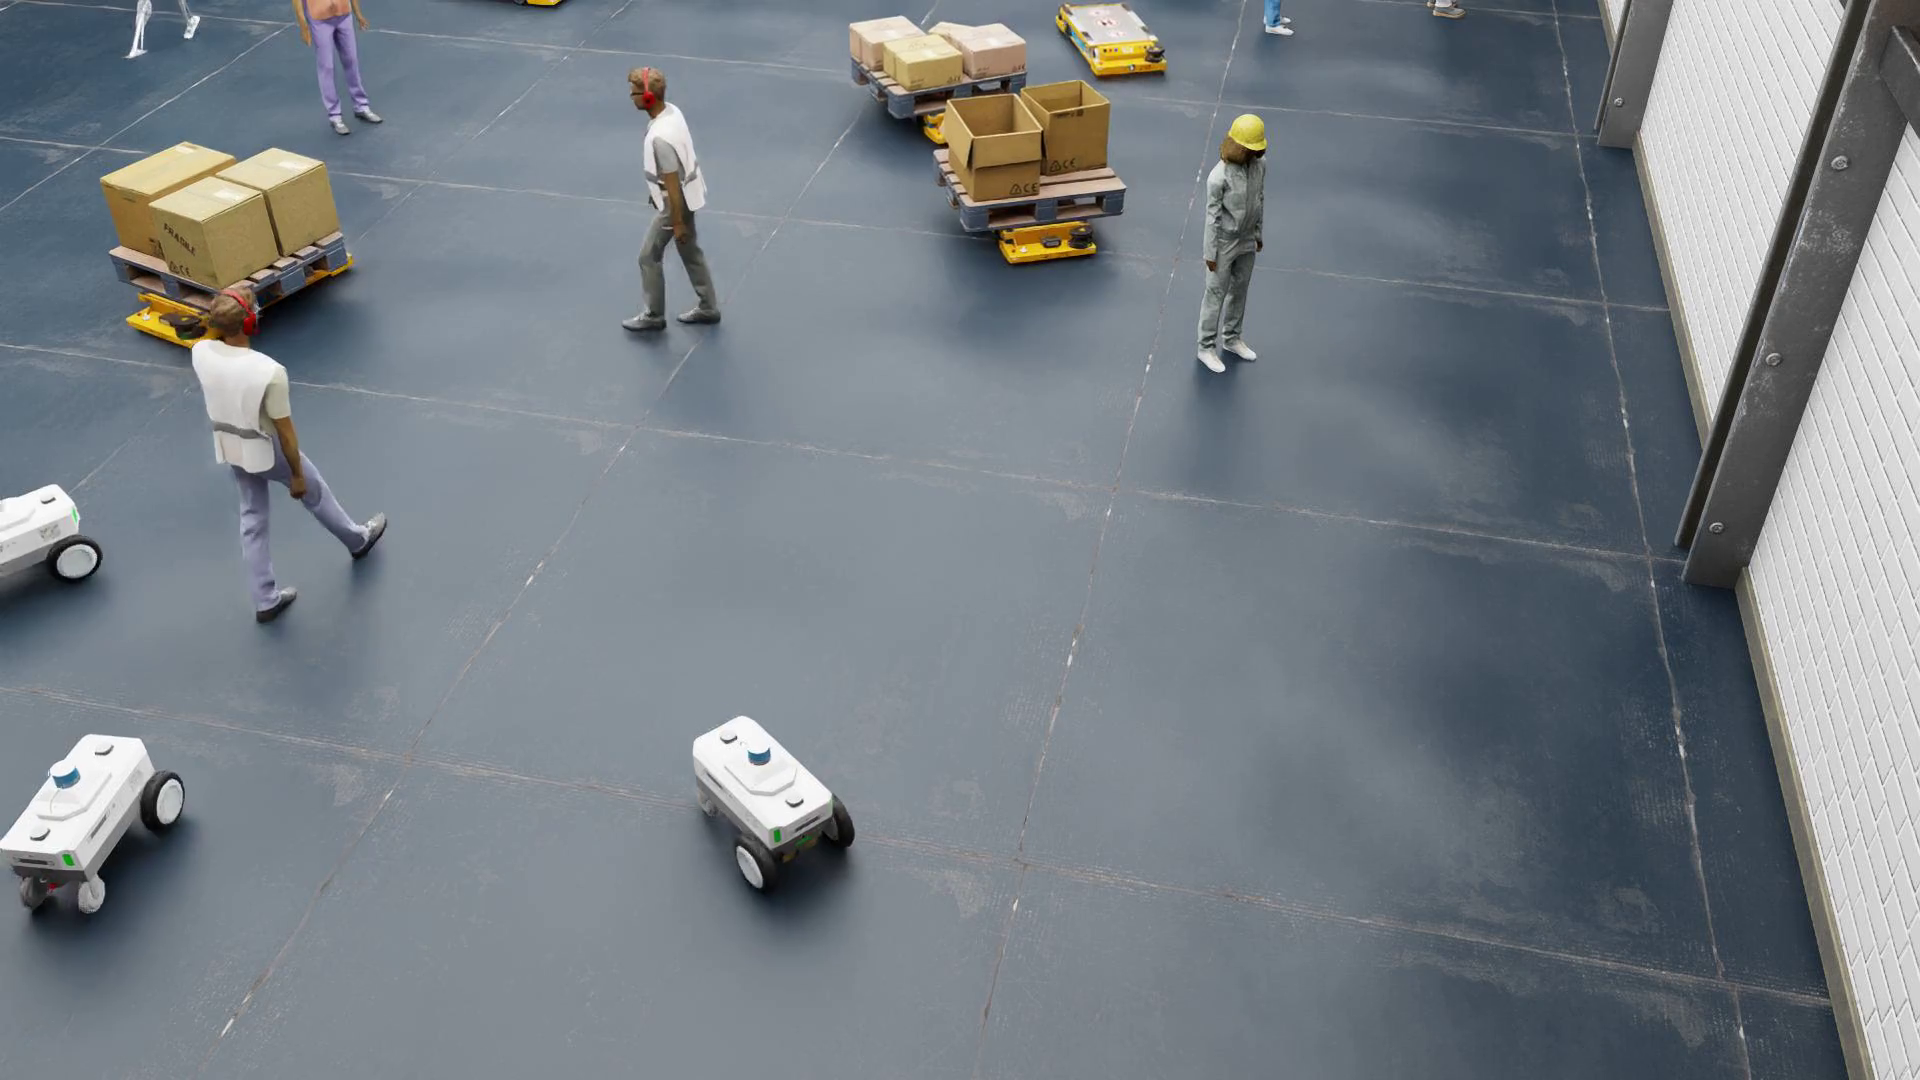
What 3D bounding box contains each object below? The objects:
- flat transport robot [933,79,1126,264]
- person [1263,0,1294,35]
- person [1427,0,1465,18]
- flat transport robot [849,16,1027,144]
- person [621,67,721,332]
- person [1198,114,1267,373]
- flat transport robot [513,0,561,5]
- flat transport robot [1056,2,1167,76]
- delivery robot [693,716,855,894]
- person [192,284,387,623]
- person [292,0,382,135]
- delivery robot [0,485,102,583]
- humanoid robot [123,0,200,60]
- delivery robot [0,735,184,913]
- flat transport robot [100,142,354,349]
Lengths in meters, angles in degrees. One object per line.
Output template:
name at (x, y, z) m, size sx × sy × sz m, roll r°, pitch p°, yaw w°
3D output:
flat transport robot at (0.491, -2.507, 12.574) m, size 0.659 × 0.231 × 1.431 m, roll -9°, pitch 38°, yaw -12°
person at (3.045, -5.629, 15.537) m, size 0.378 × 1.723 × 0.488 m, roll 5°, pitch 37°, yaw 7°
person at (4.770, -5.975, 15.867) m, size 0.356 × 1.882 × 0.572 m, roll 2°, pitch 37°, yaw 3°
flat transport robot at (-0.185, -3.780, 14.277) m, size 0.659 × 0.231 × 1.431 m, roll -16°, pitch 40°, yaw -20°
person at (-1.993, -2.188, 10.846) m, size 0.755 × 1.819 × 0.594 m, roll -2°, pitch 37°, yaw -3°
person at (1.737, -1.870, 10.501) m, size 0.490 × 1.729 × 0.320 m, roll -27°, pitch 45°, yaw -31°
flat transport robot at (-4.583, -5.640, 16.766) m, size 1.431 × 0.231 × 0.659 m, roll 10°, pitch 38°, yaw 14°
flat transport robot at (1.392, -4.683, 15.485) m, size 0.659 × 0.231 × 1.431 m, roll -8°, pitch 37°, yaw -10°
delivery robot at (-0.868, 1.148, 7.445) m, size 0.499 × 0.597 × 0.779 m, roll -27°, pitch 44°, yaw -31°
person at (-3.534, -0.500, 8.615) m, size 0.564 × 1.792 × 0.941 m, roll 12°, pitch 38°, yaw 15°
person at (-5.180, -4.284, 13.634) m, size 0.373 × 1.843 × 0.569 m, roll 27°, pitch 44°, yaw 31°
delivery robot at (-5.122, 0.007, 8.954) m, size 0.759 × 0.575 × 0.499 m, roll -30°, pitch 46°, yaw -34°
humanoid robot at (-7.475, -5.368, 15.208) m, size 0.530 × 1.777 × 0.993 m, roll 15°, pitch 39°, yaw 19°
delivery robot at (-3.865, 1.210, 7.376) m, size 0.499 × 0.613 × 0.797 m, roll 4°, pitch 37°, yaw 5°
flat transport robot at (-5.014, -1.784, 11.606) m, size 0.659 × 0.231 × 1.431 m, roll 19°, pitch 41°, yaw 24°
